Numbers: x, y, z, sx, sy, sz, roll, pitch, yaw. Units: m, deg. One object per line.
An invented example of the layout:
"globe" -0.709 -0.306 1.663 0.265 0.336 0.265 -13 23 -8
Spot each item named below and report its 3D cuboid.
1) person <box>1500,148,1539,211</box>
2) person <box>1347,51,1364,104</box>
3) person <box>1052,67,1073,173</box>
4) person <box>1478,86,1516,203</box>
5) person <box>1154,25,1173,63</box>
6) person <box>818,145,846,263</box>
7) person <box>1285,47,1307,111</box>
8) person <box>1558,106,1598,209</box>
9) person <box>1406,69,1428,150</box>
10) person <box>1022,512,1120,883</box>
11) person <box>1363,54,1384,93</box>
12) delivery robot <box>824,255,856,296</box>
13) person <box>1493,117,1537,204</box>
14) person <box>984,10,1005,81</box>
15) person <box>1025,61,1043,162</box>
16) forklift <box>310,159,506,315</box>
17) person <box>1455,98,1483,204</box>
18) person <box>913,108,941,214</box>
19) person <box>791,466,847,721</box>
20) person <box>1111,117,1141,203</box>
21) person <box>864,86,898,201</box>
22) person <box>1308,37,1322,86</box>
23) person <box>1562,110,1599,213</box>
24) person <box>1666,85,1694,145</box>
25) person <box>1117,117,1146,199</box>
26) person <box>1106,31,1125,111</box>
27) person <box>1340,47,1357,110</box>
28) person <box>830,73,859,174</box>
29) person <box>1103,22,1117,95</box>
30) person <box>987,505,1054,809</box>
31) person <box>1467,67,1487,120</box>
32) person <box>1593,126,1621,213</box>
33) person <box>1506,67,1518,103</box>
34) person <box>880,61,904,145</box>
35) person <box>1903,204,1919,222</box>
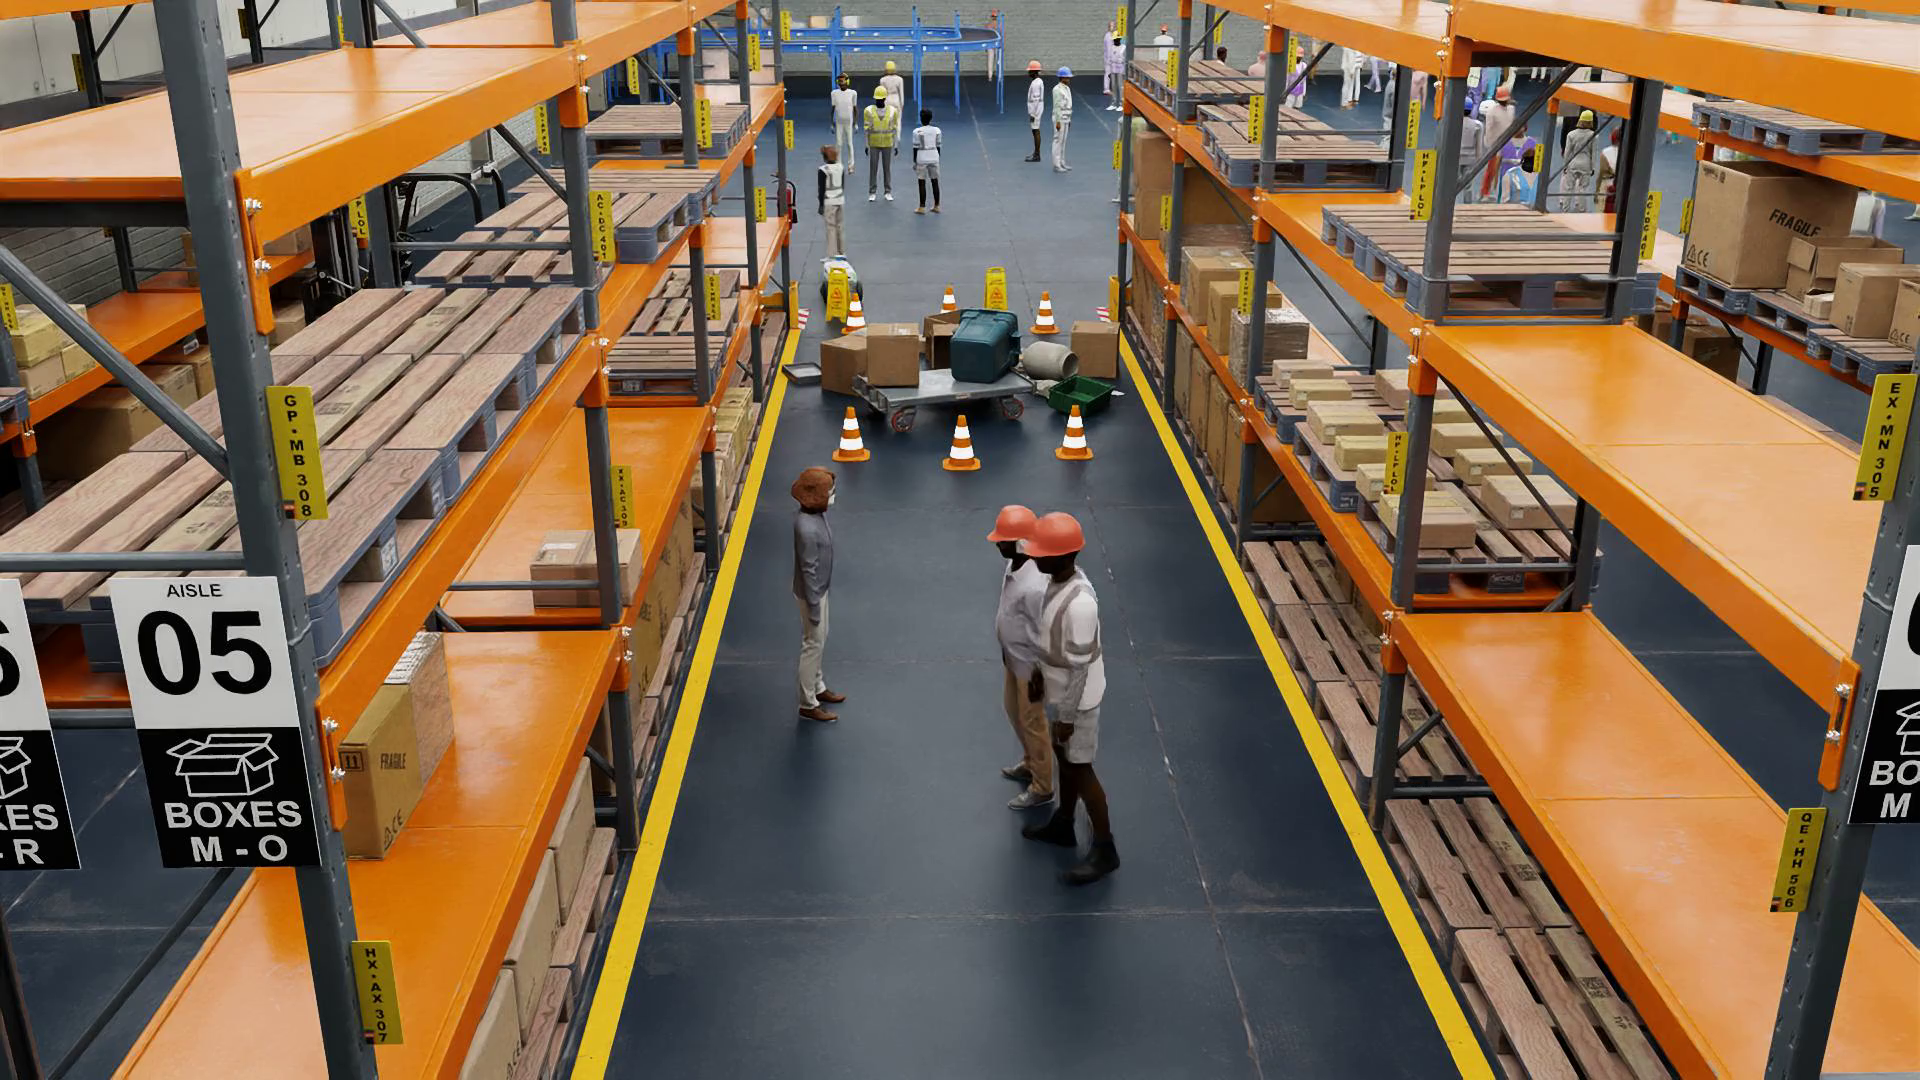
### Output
"person" 7.329 -4.178 21.680 0.624 1.841 0.430 -3 21 -8
"person" 10.107 -12.160 42.708 0.573 1.887 0.355 -11 23 -26
"person" 1.940 -7.975 31.561 0.389 1.949 0.603 8 22 21
"person" 9.114 -6.729 28.279 0.659 1.947 0.553 -12 24 -28
"person" 5.623 -13.374 46.104 0.573 1.749 0.343 1 21 3
"person" -1.801 -4.728 23.429 0.349 1.619 0.523 14 25 32
"person" 7.346 -9.801 36.408 0.550 1.933 0.370 -7 22 -18
"person" 10.283 -6.515 27.652 0.610 1.985 0.393 19 28 41
"person" 9.338 -9.099 34.622 0.649 1.877 1.038 10 23 24
"person" 0.544 0.753 8.512 0.490 1.938 0.758 -3 21 -8
"person" 11.369 -13.197 45.688 0.537 1.716 0.921 -10 23 -25
"delivery robot" -1.533 -3.395 21.263 0.477 0.478 0.707 -4 21 -10
"person" 8.276 -5.394 24.882 0.563 1.847 0.390 4 21 10
"person" 1.012 -14.457 48.629 0.612 1.995 0.393 3 21 9
"person" 1.466 -8.473 32.892 0.361 1.938 0.545 2 21 6
"forklift" -5.622 -2.910 17.832 2.313 2.155 1.214 -1 21 -1
"person" 7.941 -6.003 26.348 0.602 1.949 0.396 1 21 2
"person" -0.540 -6.192 27.212 0.533 1.691 0.322 -12 24 -30
"person" -0.866 0.322 10.085 0.298 1.622 0.507 0 21 0
"person" 2.835 -6.602 28.213 0.613 1.748 0.544 4 21 10
"person" -1.345 -6.758 28.384 0.585 1.921 0.383 -2 21 -6
"person" 10.162 -13.923 47.319 0.391 1.926 0.560 6 22 16
"person" 9.871 -5.948 26.488 0.494 1.743 0.306 11 23 26
"person" 15.167 -9.244 35.092 0.699 1.824 0.518 -19 28 -41
"person" 2.927 -6.662 28.396 0.488 1.730 0.324 7 22 19
"person" 3.906 -11.649 41.302 0.382 1.924 0.594 -18 27 -39
"person" 9.721 -11.757 41.575 0.356 1.937 0.638 1 21 3
"person" -2.177 -7.821 31.266 0.535 1.869 0.312 1 21 2
"person" 4.066 -12.989 44.894 0.401 1.900 0.636 1 21 3
"person" 0.334 0.633 9.104 0.378 1.740 0.567 -3 21 -9
"person" 11.651 -10.215 37.544 0.398 1.907 0.600 -8 22 -20
"person" 9.388 -4.985 23.838 0.608 1.816 0.633 -8 22 -20
"person" 14.348 -12.281 43.051 0.328 1.872 0.509 1 21 2
"person" -1.458 -9.262 35.250 0.513 1.729 0.337 -3 21 -7
"person" 15.467 -6.008 26.503 0.564 1.847 0.395 -12 24 -29
